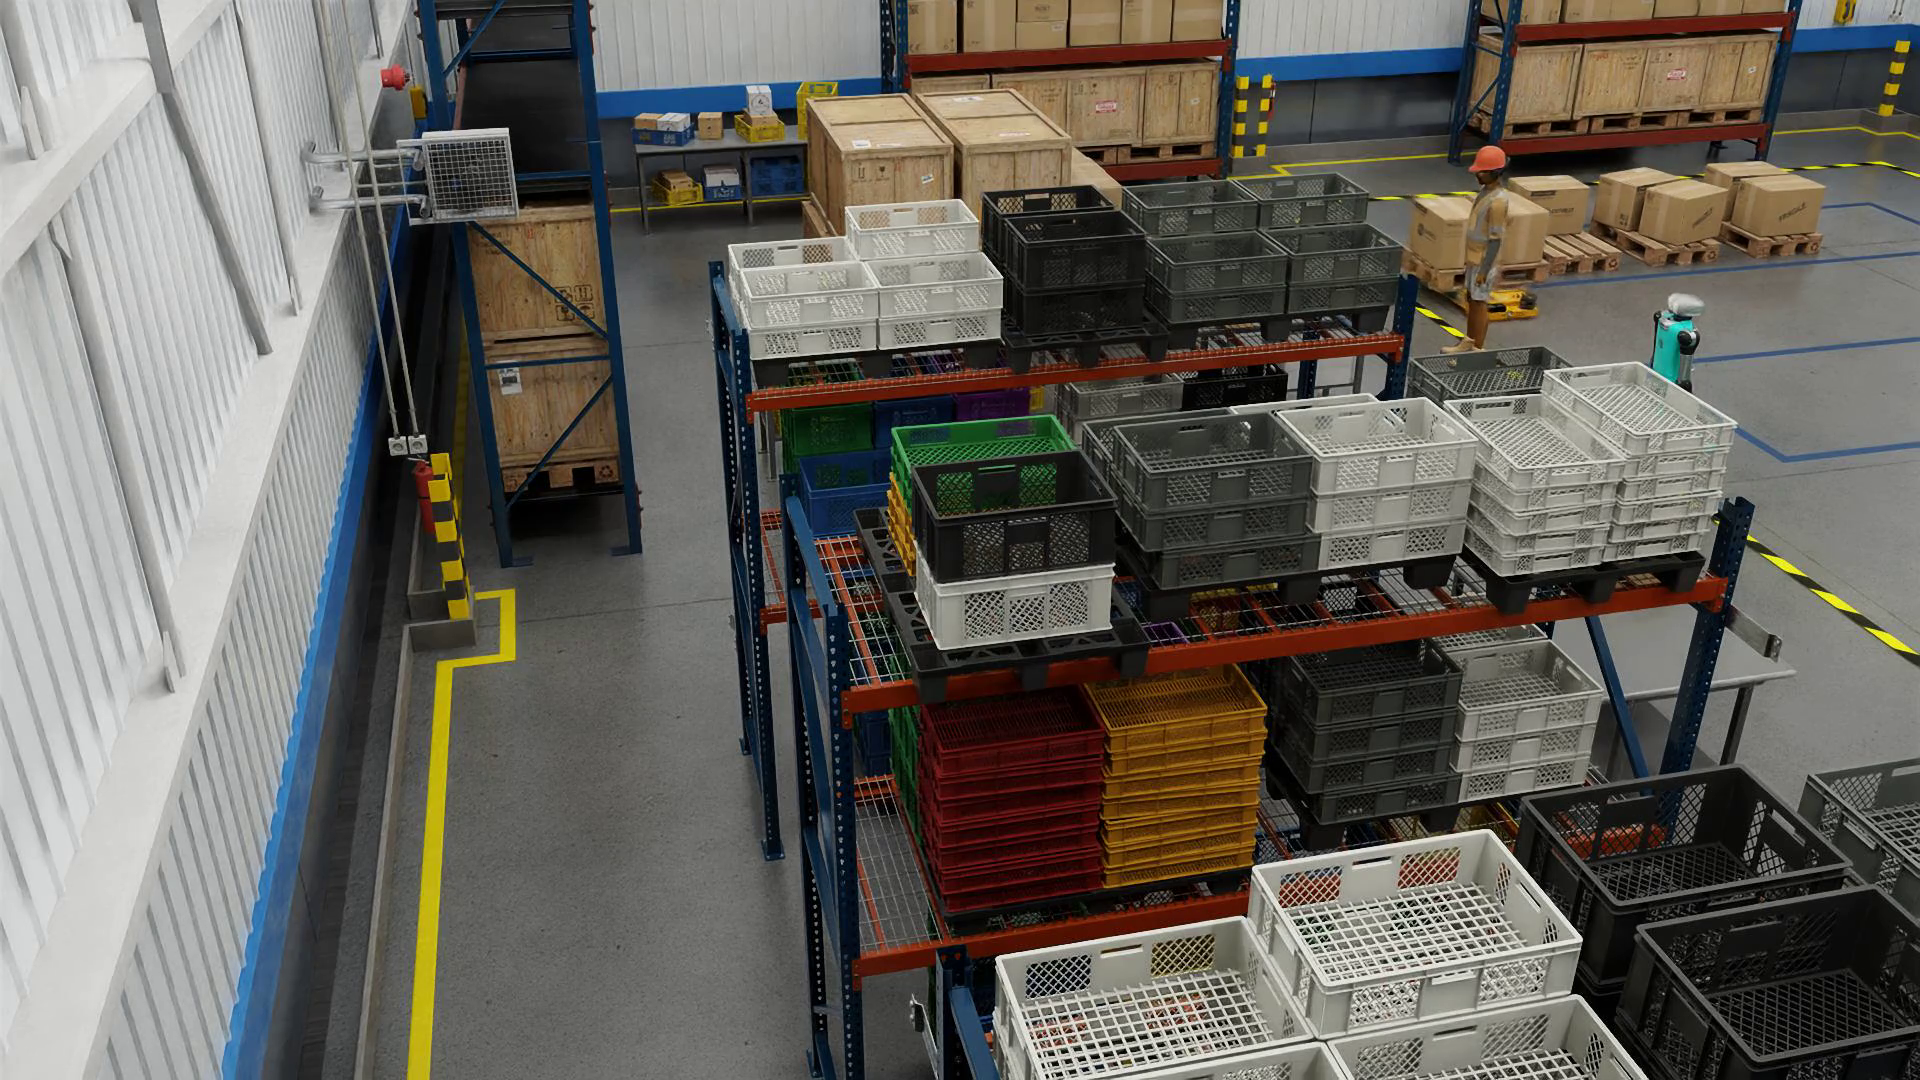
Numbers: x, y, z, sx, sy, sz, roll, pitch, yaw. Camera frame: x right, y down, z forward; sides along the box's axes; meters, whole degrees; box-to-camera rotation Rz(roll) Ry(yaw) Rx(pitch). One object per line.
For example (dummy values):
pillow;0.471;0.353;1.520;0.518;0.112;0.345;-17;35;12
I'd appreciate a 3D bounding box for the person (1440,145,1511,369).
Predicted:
person;4.659;-2.534;14.957;0.380;2.041;0.604;2;28;4

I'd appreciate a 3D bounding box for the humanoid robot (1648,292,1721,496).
humanoid robot;5.390;-1.006;12.233;0.735;1.681;0.533;-2;28;-3

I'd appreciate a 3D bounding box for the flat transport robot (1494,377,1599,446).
flat transport robot;4.780;-1.036;14.013;0.659;0.231;1.431;-6;28;-12

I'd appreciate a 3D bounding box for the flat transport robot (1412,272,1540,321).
flat transport robot;5.228;-2.577;16.906;0.652;0.197;1.431;-6;28;-12
